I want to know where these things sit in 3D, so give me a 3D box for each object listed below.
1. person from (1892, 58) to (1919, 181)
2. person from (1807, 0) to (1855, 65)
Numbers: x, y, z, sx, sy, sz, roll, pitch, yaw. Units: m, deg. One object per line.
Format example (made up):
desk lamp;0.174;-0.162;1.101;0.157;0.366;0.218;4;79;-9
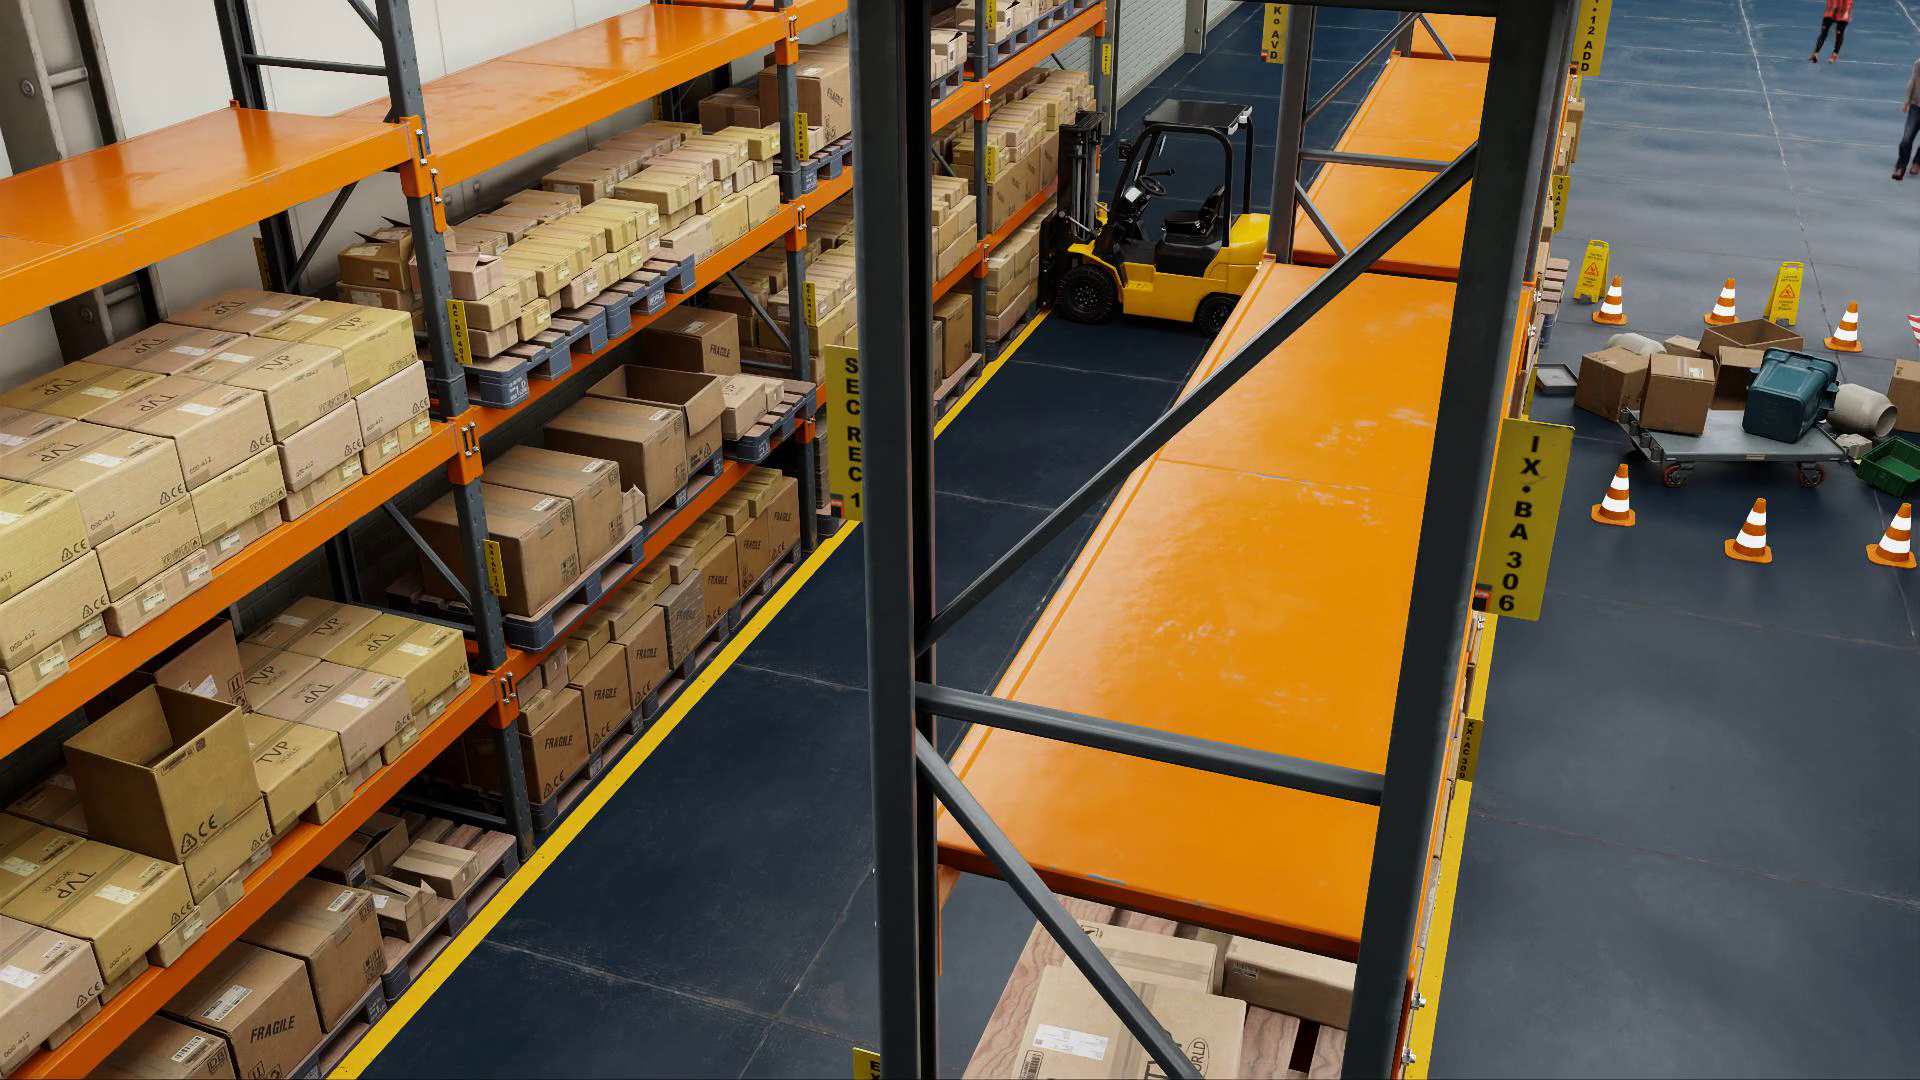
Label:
person;12.718;-5.671;21.841;1.011;1.857;1.306;21;34;33
person;14.862;-8.873;28.061;1.136;1.660;0.965;-21;35;-34
